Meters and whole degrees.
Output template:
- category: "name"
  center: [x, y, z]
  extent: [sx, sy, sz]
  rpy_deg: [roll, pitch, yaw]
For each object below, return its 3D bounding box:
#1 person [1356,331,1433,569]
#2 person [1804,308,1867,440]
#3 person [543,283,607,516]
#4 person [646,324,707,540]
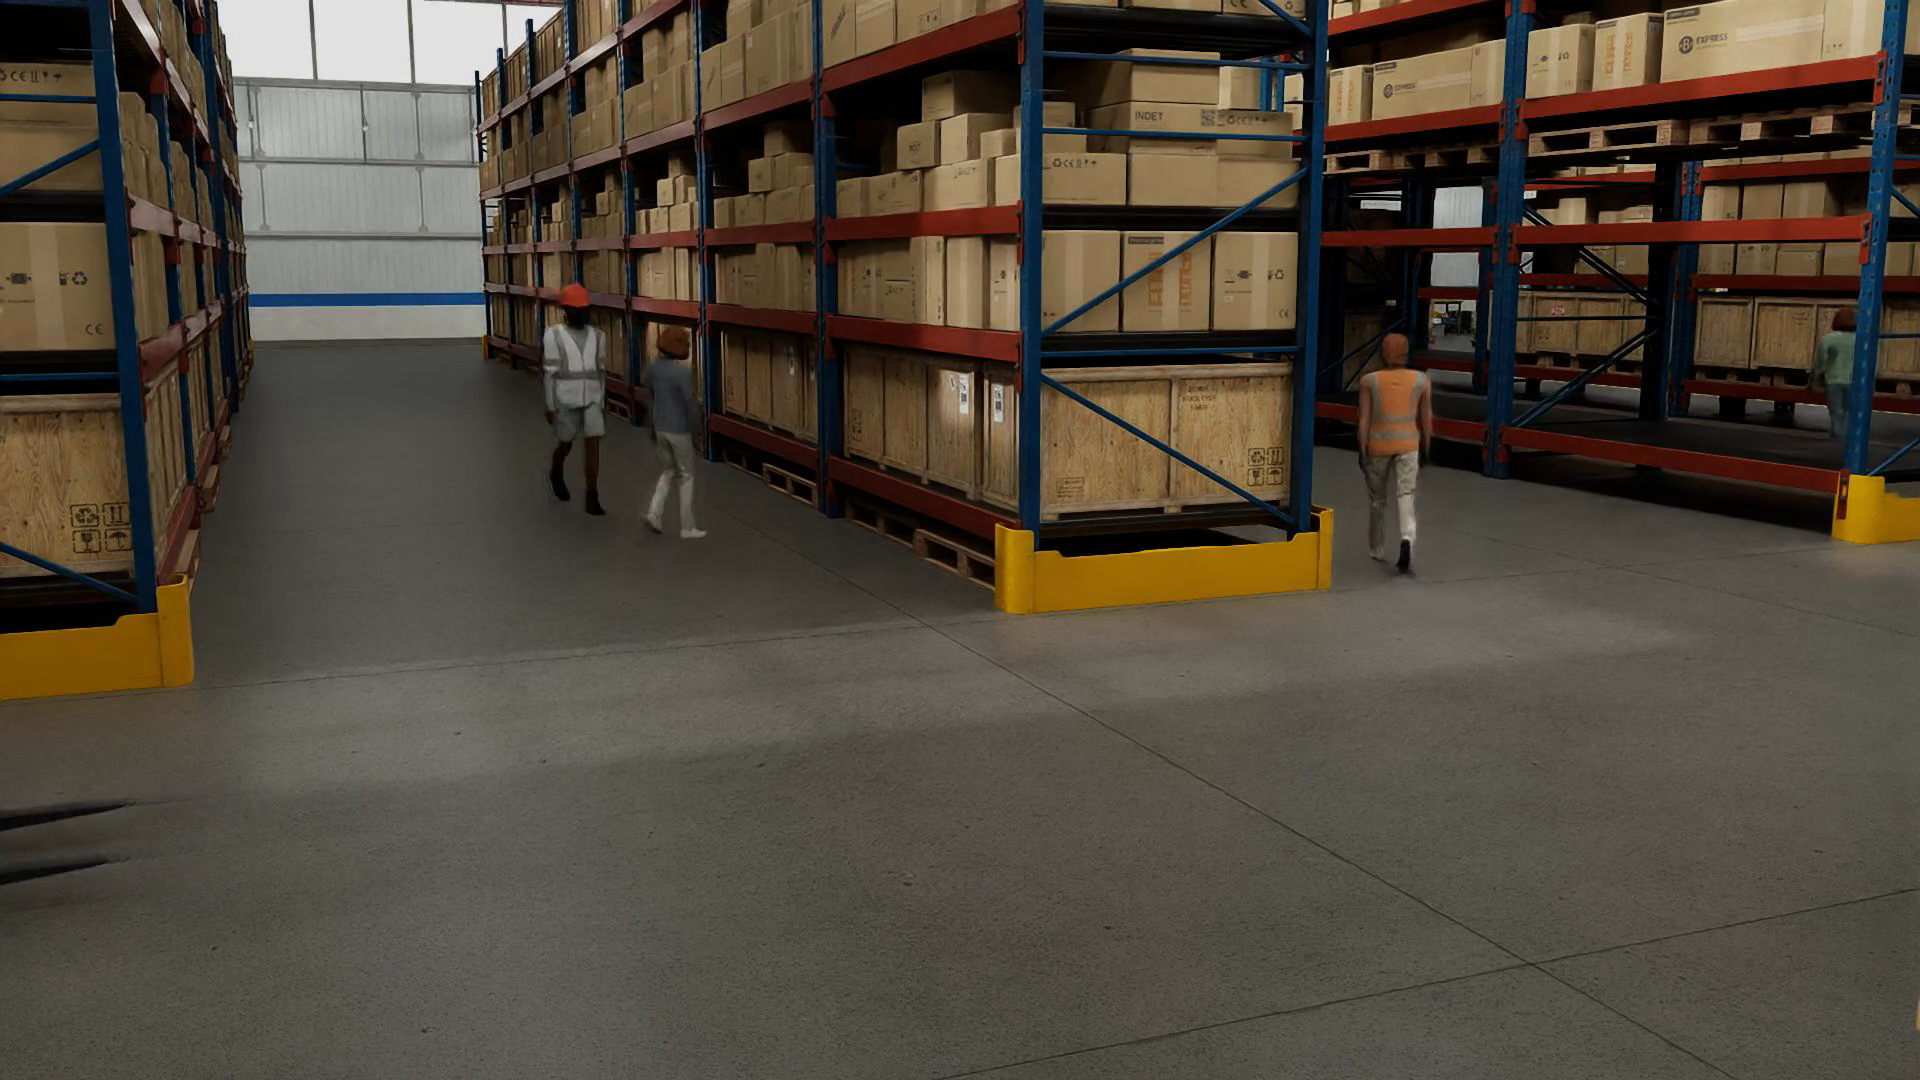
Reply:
- category: "person"
  center: [2.959, -0.608, 11.321]
  extent: [0.516, 1.615, 0.735]
  rpy_deg: [1, 10, 9]
- category: "person"
  center: [9.140, -1.608, 17.348]
  extent: [0.516, 1.591, 0.859]
  rpy_deg: [0, 9, 0]
- category: "person"
  center: [-3.220, -1.181, 13.848]
  extent: [0.553, 1.914, 0.843]
  rpy_deg: [-6, 11, -32]
- category: "person"
  center: [-2.098, -0.798, 12.390]
  extent: [0.527, 1.618, 0.404]
  rpy_deg: [8, 13, 41]
